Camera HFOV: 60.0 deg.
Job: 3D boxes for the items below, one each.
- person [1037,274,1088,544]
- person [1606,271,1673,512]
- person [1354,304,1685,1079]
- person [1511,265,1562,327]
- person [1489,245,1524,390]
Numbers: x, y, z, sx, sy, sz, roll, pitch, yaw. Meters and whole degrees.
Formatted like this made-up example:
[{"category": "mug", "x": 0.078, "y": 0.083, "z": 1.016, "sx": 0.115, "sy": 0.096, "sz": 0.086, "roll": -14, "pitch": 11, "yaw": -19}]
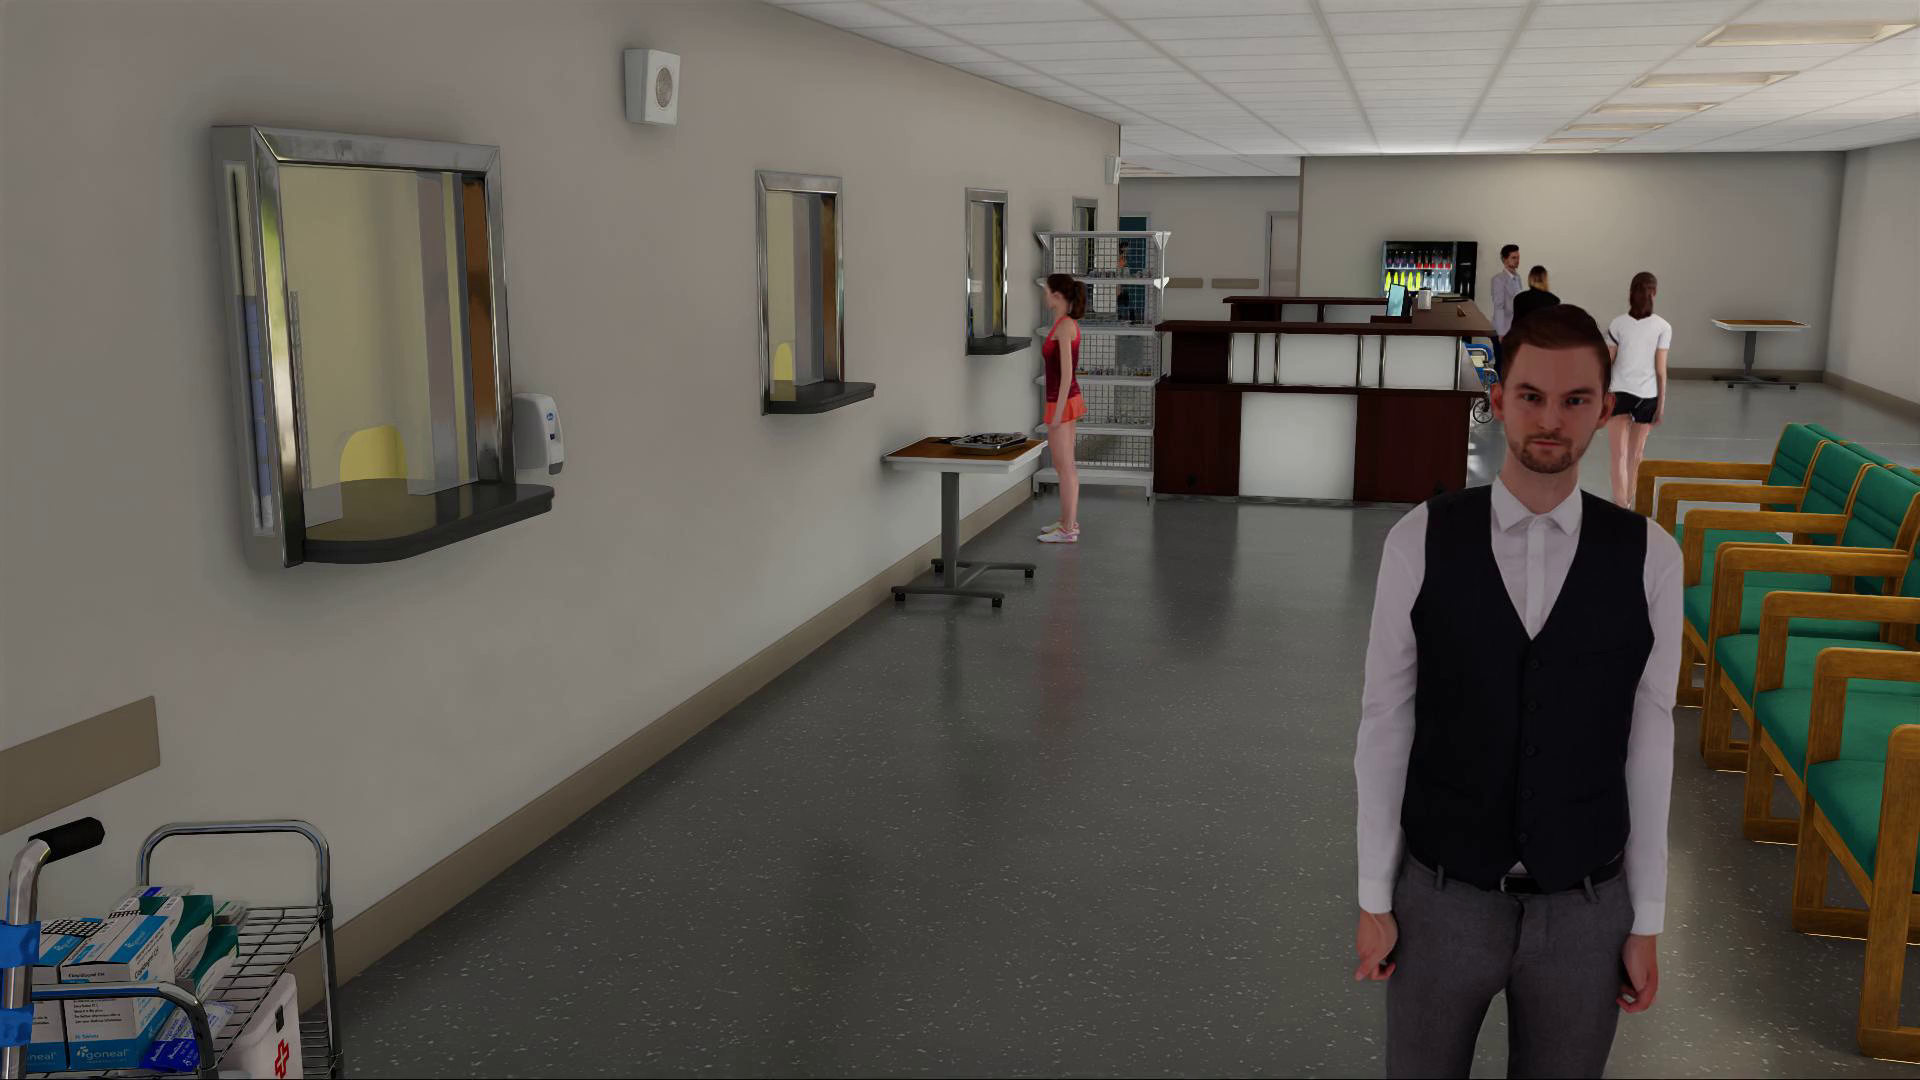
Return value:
[{"category": "person", "x": 0.677, "y": -0.871, "z": 10.912, "sx": 0.545, "sy": 1.749, "sz": 0.577, "roll": 2, "pitch": 11, "yaw": 11}, {"category": "person", "x": 4.449, "y": -0.874, "z": 11.038, "sx": 1.081, "sy": 1.706, "sz": 0.658, "roll": 2, "pitch": 11, "yaw": 13}, {"category": "person", "x": 0.907, "y": 0.575, "z": 2.769, "sx": 0.504, "sy": 1.944, "sz": 0.719, "roll": 2, "pitch": 11, "yaw": 12}, {"category": "person", "x": 5.538, "y": -1.810, "z": 16.094, "sx": 0.597, "sy": 1.660, "sz": 0.681, "roll": 4, "pitch": 11, "yaw": 19}, {"category": "person", "x": 5.884, "y": -2.291, "z": 18.184, "sx": 0.846, "sy": 1.827, "sz": 0.900, "roll": -9, "pitch": 14, "yaw": -40}]
